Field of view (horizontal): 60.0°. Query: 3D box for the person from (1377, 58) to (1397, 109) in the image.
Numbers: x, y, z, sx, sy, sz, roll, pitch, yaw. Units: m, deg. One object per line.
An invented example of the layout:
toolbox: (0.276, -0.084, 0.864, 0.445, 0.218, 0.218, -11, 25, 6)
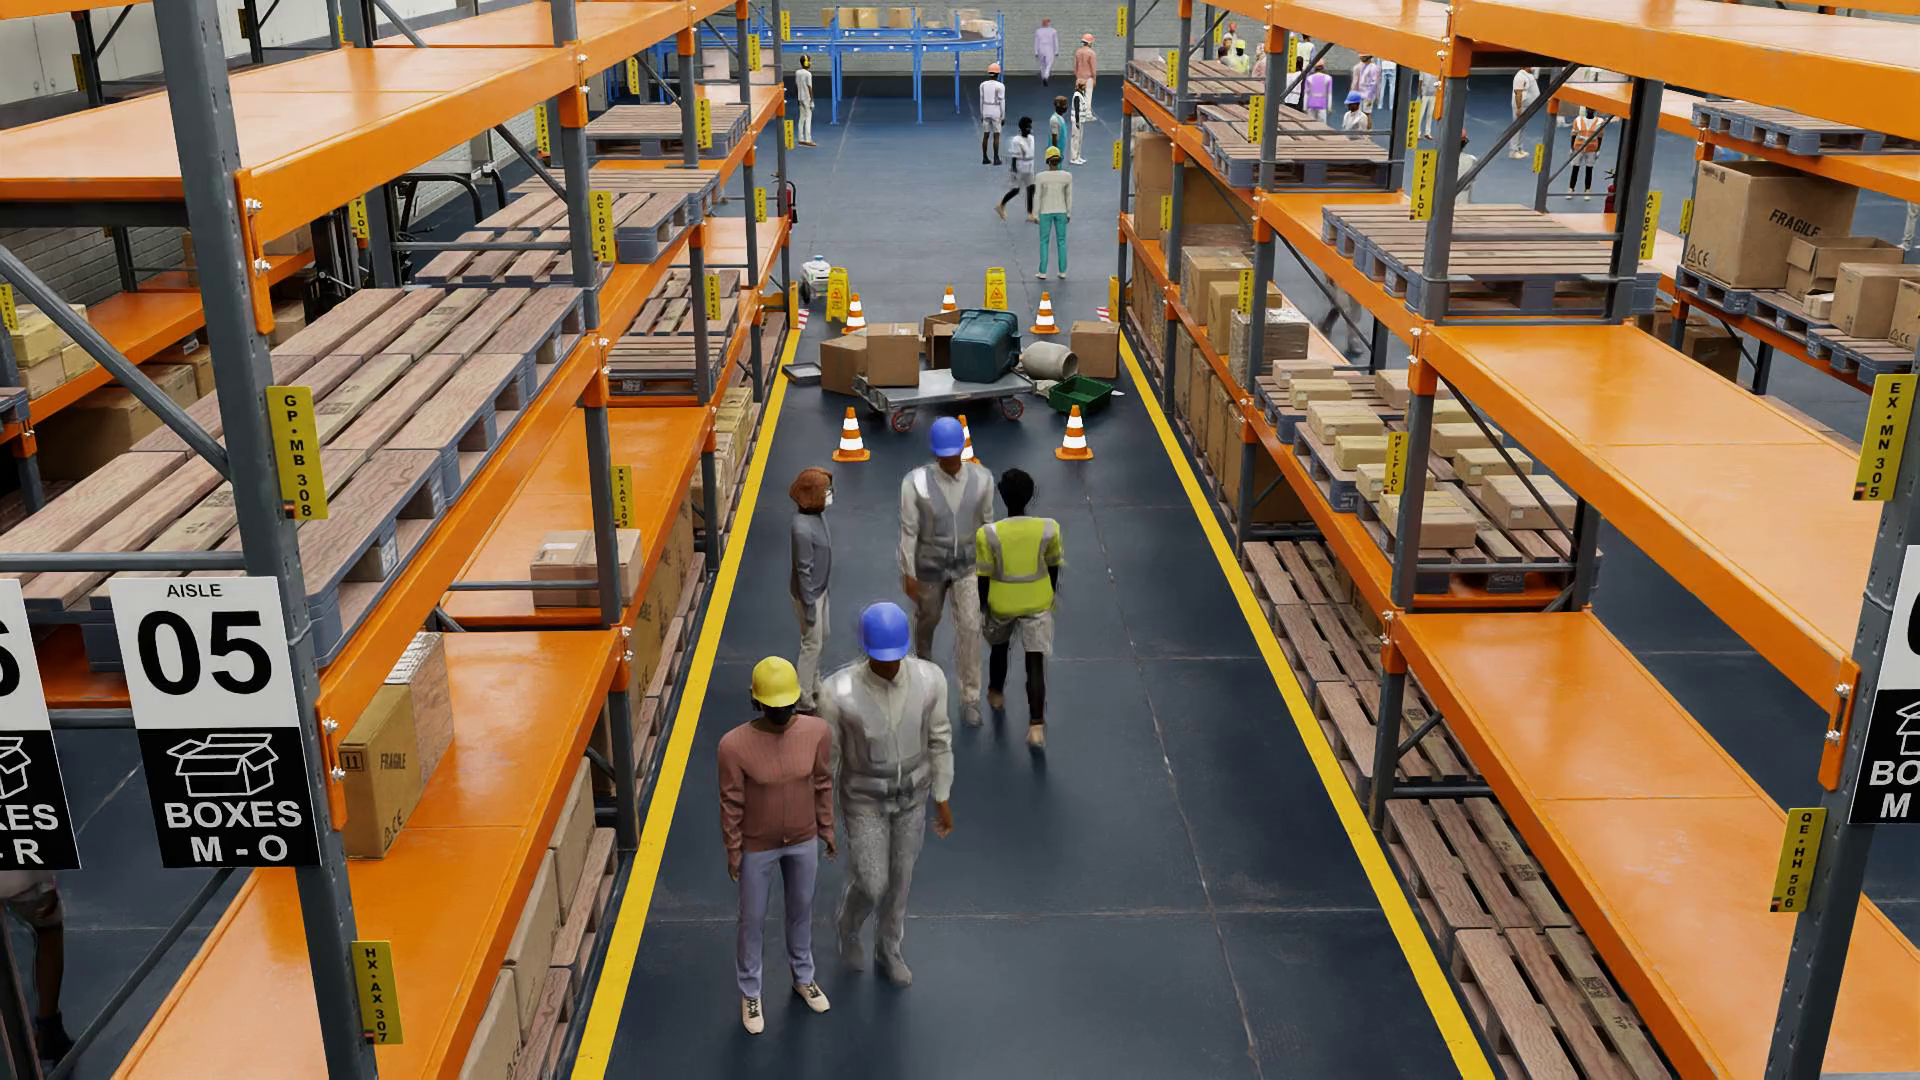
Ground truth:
person: (10.753, -11.789, 41.701, 0.610, 1.909, 0.398, 8, 22, 19)

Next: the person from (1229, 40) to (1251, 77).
person: (6.526, -10.639, 38.674, 0.588, 1.904, 0.722, -12, 24, -29)

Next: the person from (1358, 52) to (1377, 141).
person: (8.558, -9.396, 35.195, 0.396, 2.034, 0.614, -3, 21, -9)

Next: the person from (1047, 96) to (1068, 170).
person: (1.625, -6.435, 27.634, 0.344, 1.845, 0.506, 5, 21, 13)

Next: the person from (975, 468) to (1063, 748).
person: (0.352, 0.380, 9.889, 0.533, 1.654, 0.882, -2, 21, -4)

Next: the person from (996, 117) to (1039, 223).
person: (0.942, -5.922, 26.533, 0.762, 1.665, 0.531, 18, 27, 39)

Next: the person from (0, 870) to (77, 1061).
person: (-4.018, 1.366, 6.905, 0.541, 1.923, 0.413, -5, 21, -13)

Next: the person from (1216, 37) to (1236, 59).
person: (6.441, -11.272, 40.417, 0.566, 1.846, 0.387, -12, 24, -30)

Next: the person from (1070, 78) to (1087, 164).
person: (2.331, -8.222, 32.662, 0.313, 1.632, 0.520, 5, 21, 14)

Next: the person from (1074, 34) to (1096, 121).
person: (2.986, -10.936, 39.324, 0.387, 1.992, 0.626, -19, 28, -41)

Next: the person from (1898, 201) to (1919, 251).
person: (14.034, -5.087, 24.229, 0.500, 1.735, 0.334, 1, 21, 3)

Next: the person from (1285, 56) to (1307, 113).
person: (6.895, -8.976, 34.250, 0.389, 1.919, 0.592, -16, 26, -36)

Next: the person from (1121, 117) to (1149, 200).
person: (2.984, -6.667, 28.414, 0.491, 1.731, 0.324, 6, 21, 14)

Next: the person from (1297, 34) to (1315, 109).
person: (8.608, -11.789, 41.684, 0.591, 1.920, 0.392, 16, 26, 36)

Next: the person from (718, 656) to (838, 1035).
person: (-0.784, 1.314, 7.262, 0.523, 1.769, 0.324, -10, 23, -24)

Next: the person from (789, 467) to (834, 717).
person: (-0.888, 0.326, 10.076, 0.279, 1.621, 0.508, 2, 21, 5)

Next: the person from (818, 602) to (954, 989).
person: (-0.331, 1.149, 7.475, 0.607, 1.926, 0.439, -9, 23, -23)

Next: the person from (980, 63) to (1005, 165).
person: (0.648, -8.300, 32.450, 0.544, 1.930, 0.388, 12, 24, 29)

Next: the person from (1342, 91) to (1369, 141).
person: (6.470, -6.421, 27.474, 0.416, 1.939, 0.612, -6, 22, -16)

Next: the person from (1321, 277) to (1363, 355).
person: (4.357, -3.040, 18.530, 0.625, 1.936, 0.527, -7, 22, -17)

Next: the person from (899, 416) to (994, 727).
person: (-0.089, 0.113, 10.255, 0.610, 1.905, 0.957, -5, 21, -13)

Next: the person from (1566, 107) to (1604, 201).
person: (10.700, -6.670, 28.458, 0.535, 1.700, 0.318, 8, 22, 21)

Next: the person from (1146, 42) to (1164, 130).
person: (4.322, -10.265, 37.646, 0.371, 1.931, 0.630, -19, 28, -41)

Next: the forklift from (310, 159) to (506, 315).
forklift: (-5.622, -2.910, 17.832, 2.313, 2.155, 1.214, -1, 21, -1)

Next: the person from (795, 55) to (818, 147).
person: (-3.254, -9.254, 35.053, 0.310, 1.868, 0.533, -18, 27, -40)

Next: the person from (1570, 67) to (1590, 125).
person: (14.452, -10.476, 38.625, 0.285, 1.624, 0.509, 12, 24, 29)

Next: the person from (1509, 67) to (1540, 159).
person: (11.354, -8.713, 33.383, 0.537, 2.000, 0.682, 13, 24, 31)

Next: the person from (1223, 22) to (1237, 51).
person: (7.670, -13.788, 47.201, 0.340, 1.748, 0.563, 18, 27, 39)

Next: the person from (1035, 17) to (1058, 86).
person: (2.439, -13.893, 47.312, 0.641, 1.873, 0.887, 7, 22, 19)

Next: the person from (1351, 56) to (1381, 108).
person: (8.752, -9.575, 35.812, 0.659, 1.929, 0.420, -5, 21, -12)

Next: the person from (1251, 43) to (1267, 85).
person: (6.771, -10.241, 37.609, 0.408, 1.908, 0.643, 1, 21, 3)

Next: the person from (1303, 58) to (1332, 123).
person: (7.282, -8.855, 33.934, 0.579, 1.918, 0.567, 5, 21, 14)

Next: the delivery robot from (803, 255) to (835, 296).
delivery robot: (-1.795, -3.392, 21.256, 0.477, 0.478, 0.707, -4, 21, -11)

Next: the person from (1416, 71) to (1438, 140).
person: (10.148, -9.609, 35.991, 0.538, 1.869, 0.313, -5, 21, -13)

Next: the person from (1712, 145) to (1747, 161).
person: (11.567, -5.472, 25.169, 0.623, 1.781, 0.981, -2, 21, -6)

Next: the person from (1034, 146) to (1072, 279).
person: (1.242, -4.396, 22.368, 0.528, 1.759, 0.340, -4, 21, -11)
